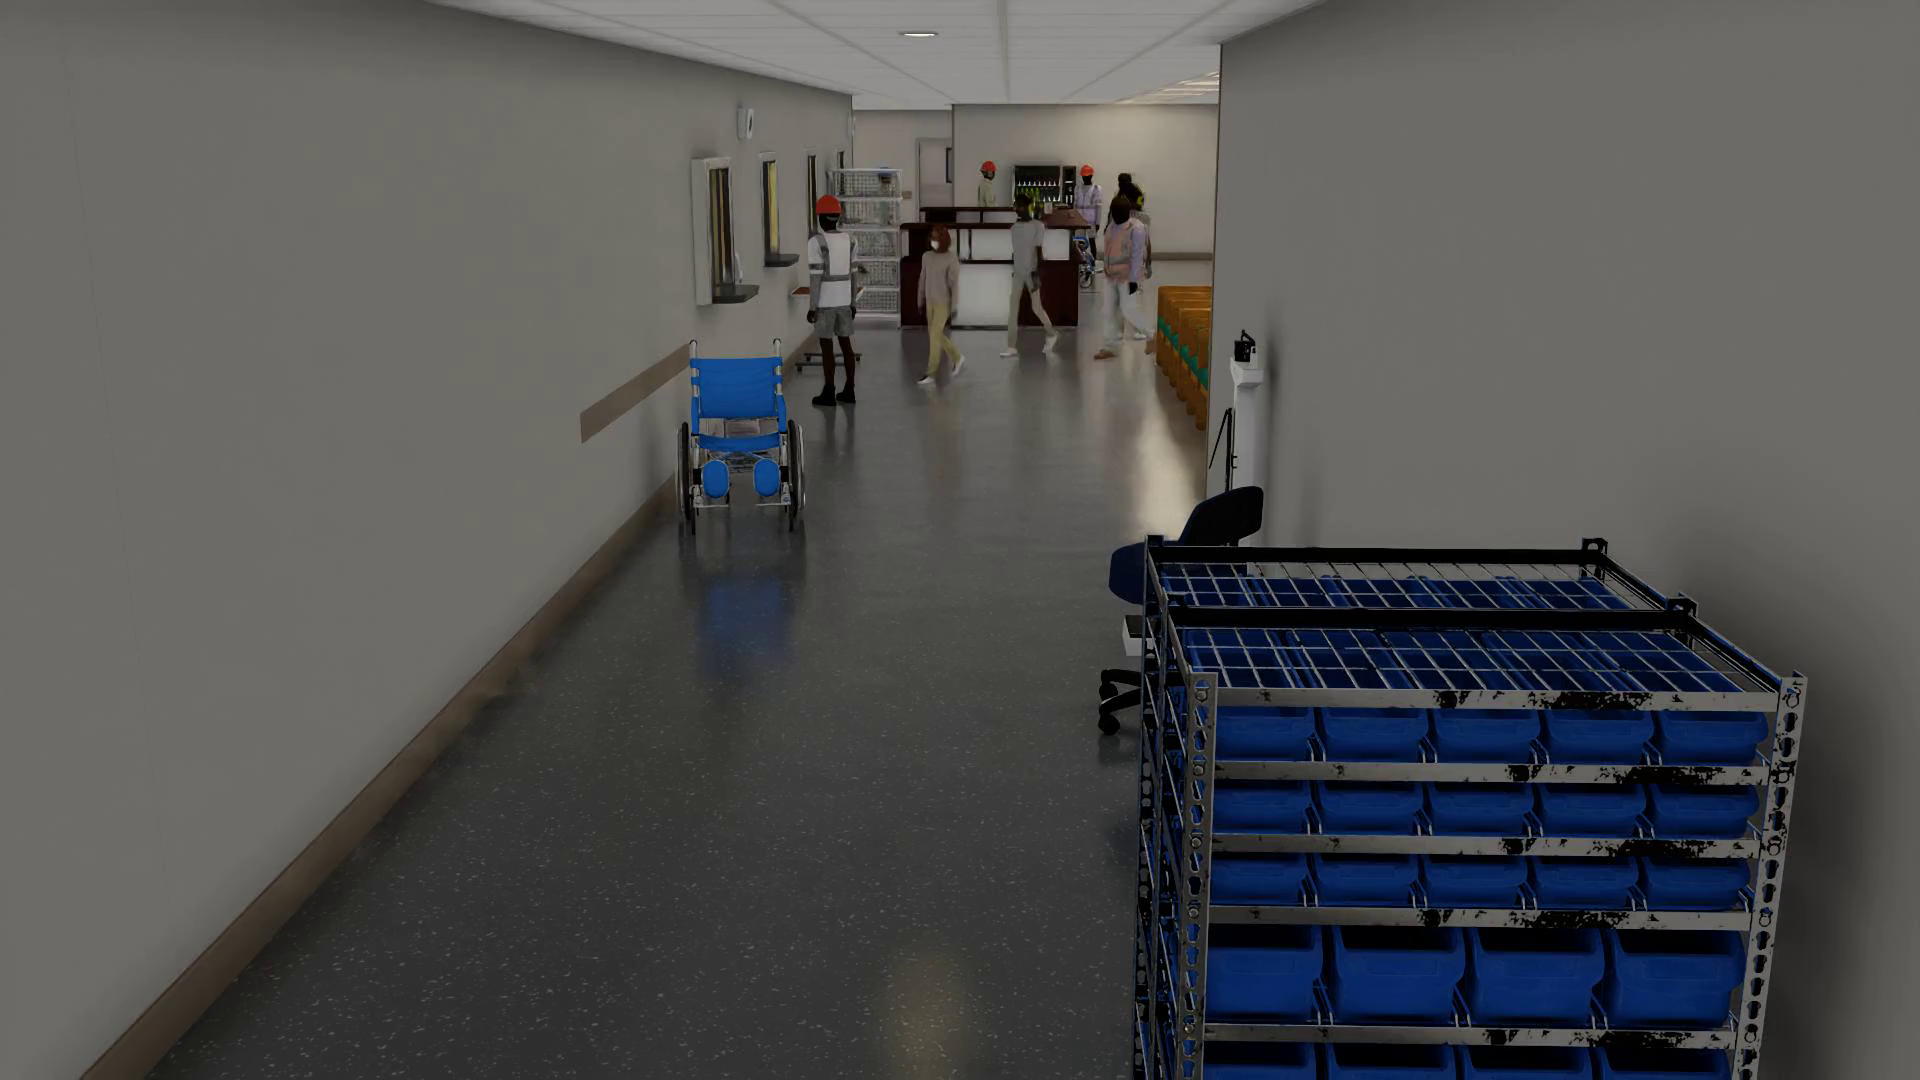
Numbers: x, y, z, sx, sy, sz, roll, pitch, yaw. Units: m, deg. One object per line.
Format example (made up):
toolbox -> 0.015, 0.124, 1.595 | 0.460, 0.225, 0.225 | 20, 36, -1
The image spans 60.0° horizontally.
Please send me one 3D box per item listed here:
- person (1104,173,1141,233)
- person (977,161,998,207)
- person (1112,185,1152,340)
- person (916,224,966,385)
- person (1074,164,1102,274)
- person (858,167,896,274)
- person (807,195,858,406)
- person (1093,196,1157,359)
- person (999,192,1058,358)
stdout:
person -> 2.713, -5.311, 28.272 | 0.823, 1.811, 0.640 | -8, 16, -29
person -> 0.490, -5.609, 29.085 | 0.387, 1.993, 0.622 | -4, 14, -15
person -> 2.086, -3.370, 20.272 | 0.535, 1.864, 0.312 | 5, 15, 19
person -> -0.188, -2.398, 16.863 | 0.740, 1.606, 0.510 | -12, 18, -40
person -> 2.252, -5.703, 29.611 | 0.545, 1.929, 0.390 | 9, 16, 31
person -> -1.405, -5.674, 29.566 | 1.027, 1.897, 0.613 | 3, 14, 13
person -> -1.201, -2.215, 15.431 | 0.551, 1.934, 0.373 | -12, 18, -40
person -> 1.869, -2.932, 18.603 | 0.690, 1.820, 0.627 | -10, 17, -35
person -> 0.794, -3.018, 18.889 | 0.511, 1.842, 0.898 | 10, 17, 36
